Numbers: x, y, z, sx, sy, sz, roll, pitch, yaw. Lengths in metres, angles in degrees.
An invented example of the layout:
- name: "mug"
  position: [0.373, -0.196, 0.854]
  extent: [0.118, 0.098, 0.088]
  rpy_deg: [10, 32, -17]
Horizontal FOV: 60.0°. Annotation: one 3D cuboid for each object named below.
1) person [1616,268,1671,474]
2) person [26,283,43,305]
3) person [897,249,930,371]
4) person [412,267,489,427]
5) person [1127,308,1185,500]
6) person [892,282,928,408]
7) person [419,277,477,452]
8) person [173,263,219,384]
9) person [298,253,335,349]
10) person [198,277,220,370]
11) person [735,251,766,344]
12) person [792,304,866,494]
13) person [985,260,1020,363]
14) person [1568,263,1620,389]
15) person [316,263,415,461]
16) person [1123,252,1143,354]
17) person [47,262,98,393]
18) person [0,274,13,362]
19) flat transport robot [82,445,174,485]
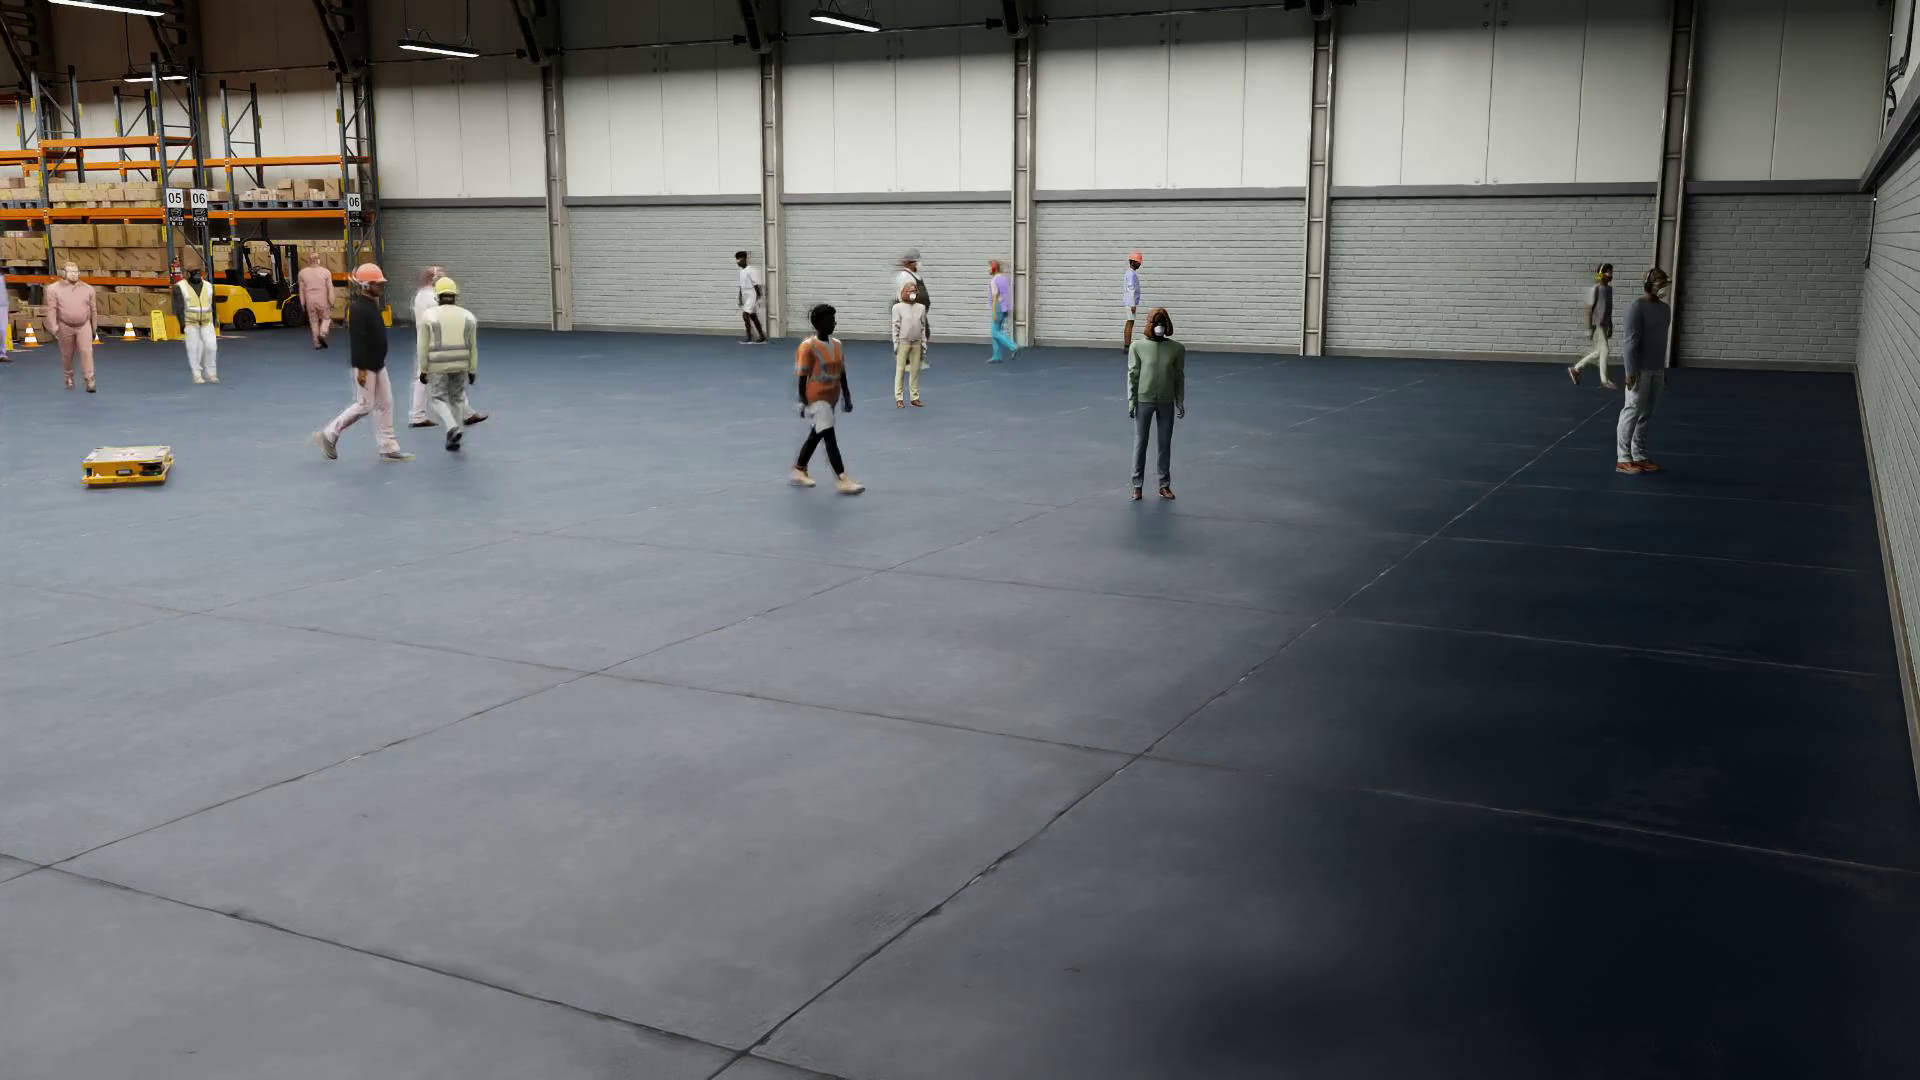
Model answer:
- name: "person"
  position: [6.475, -1.594, 15.715]
  extent: [0.635, 1.937, 0.352]
  rpy_deg: [-8, 13, -37]
- name: "person"
  position: [-24.733, -6.852, 44.452]
  extent: [0.391, 1.922, 0.589]
  rpy_deg: [1, 10, 7]
- name: "person"
  position: [-0.727, -3.799, 27.461]
  extent: [0.627, 2.000, 0.702]
  rpy_deg: [3, 11, 15]
- name: "person"
  position: [-6.055, -2.263, 19.569]
  extent: [0.925, 1.870, 0.647]
  rpy_deg: [-8, 13, -38]
- name: "person"
  position: [1.669, -1.157, 14.165]
  extent: [0.497, 1.633, 0.283]
  rpy_deg: [-1, 10, -7]
- name: "person"
  position: [-0.655, -2.545, 21.732]
  extent: [0.498, 1.634, 0.278]
  rpy_deg: [-6, 12, -29]
- name: "person"
  position: [-5.251, -1.790, 17.124]
  extent: [0.606, 1.815, 0.525]
  rpy_deg: [-8, 13, -38]
- name: "person"
  position: [-11.492, -3.258, 25.101]
  extent: [0.629, 1.820, 0.564]
  rpy_deg: [-9, 14, -42]
- name: "person"
  position: [-12.649, -4.694, 32.732]
  extent: [0.671, 1.891, 0.425]
  rpy_deg: [-2, 11, -9]
- name: "person"
  position: [-12.770, -3.659, 27.936]
  extent: [0.515, 1.593, 0.877]
  rpy_deg: [1, 10, 6]
- name: "person"
  position: [-4.329, -4.962, 34.118]
  extent: [0.782, 1.915, 0.622]
  rpy_deg: [-5, 11, -23]
- name: "person"
  position: [-1.186, -1.242, 14.606]
  extent: [0.898, 1.646, 0.542]
  rpy_deg: [6, 12, 31]
- name: "person"
  position: [0.743, -3.997, 29.149]
  extent: [0.597, 1.824, 0.589]
  rpy_deg: [4, 11, 19]
- name: "person"
  position: [9.411, -3.163, 24.538]
  extent: [0.527, 1.845, 0.796]
  rpy_deg: [-9, 14, -41]
- name: "person"
  position: [-5.918, -1.740, 16.429]
  extent: [0.839, 1.973, 0.634]
  rpy_deg: [0, 10, -1]
- name: "person"
  position: [3.276, -4.475, 31.459]
  extent: [0.374, 1.928, 0.543]
  rpy_deg: [0, 10, 1]
- name: "person"
  position: [-12.779, -3.066, 23.975]
  extent: [0.642, 1.863, 0.991]
  rpy_deg: [-7, 12, -32]
- name: "person"
  position: [-17.116, -4.074, 29.388]
  extent: [0.542, 1.891, 0.642]
  rpy_deg: [3, 11, 15]
- name: "flat transport robot"
  position: [-7.716, -0.710, 15.443]
  extent: [0.652, 0.197, 1.431]
  rpy_deg: [-4, 11, -21]
